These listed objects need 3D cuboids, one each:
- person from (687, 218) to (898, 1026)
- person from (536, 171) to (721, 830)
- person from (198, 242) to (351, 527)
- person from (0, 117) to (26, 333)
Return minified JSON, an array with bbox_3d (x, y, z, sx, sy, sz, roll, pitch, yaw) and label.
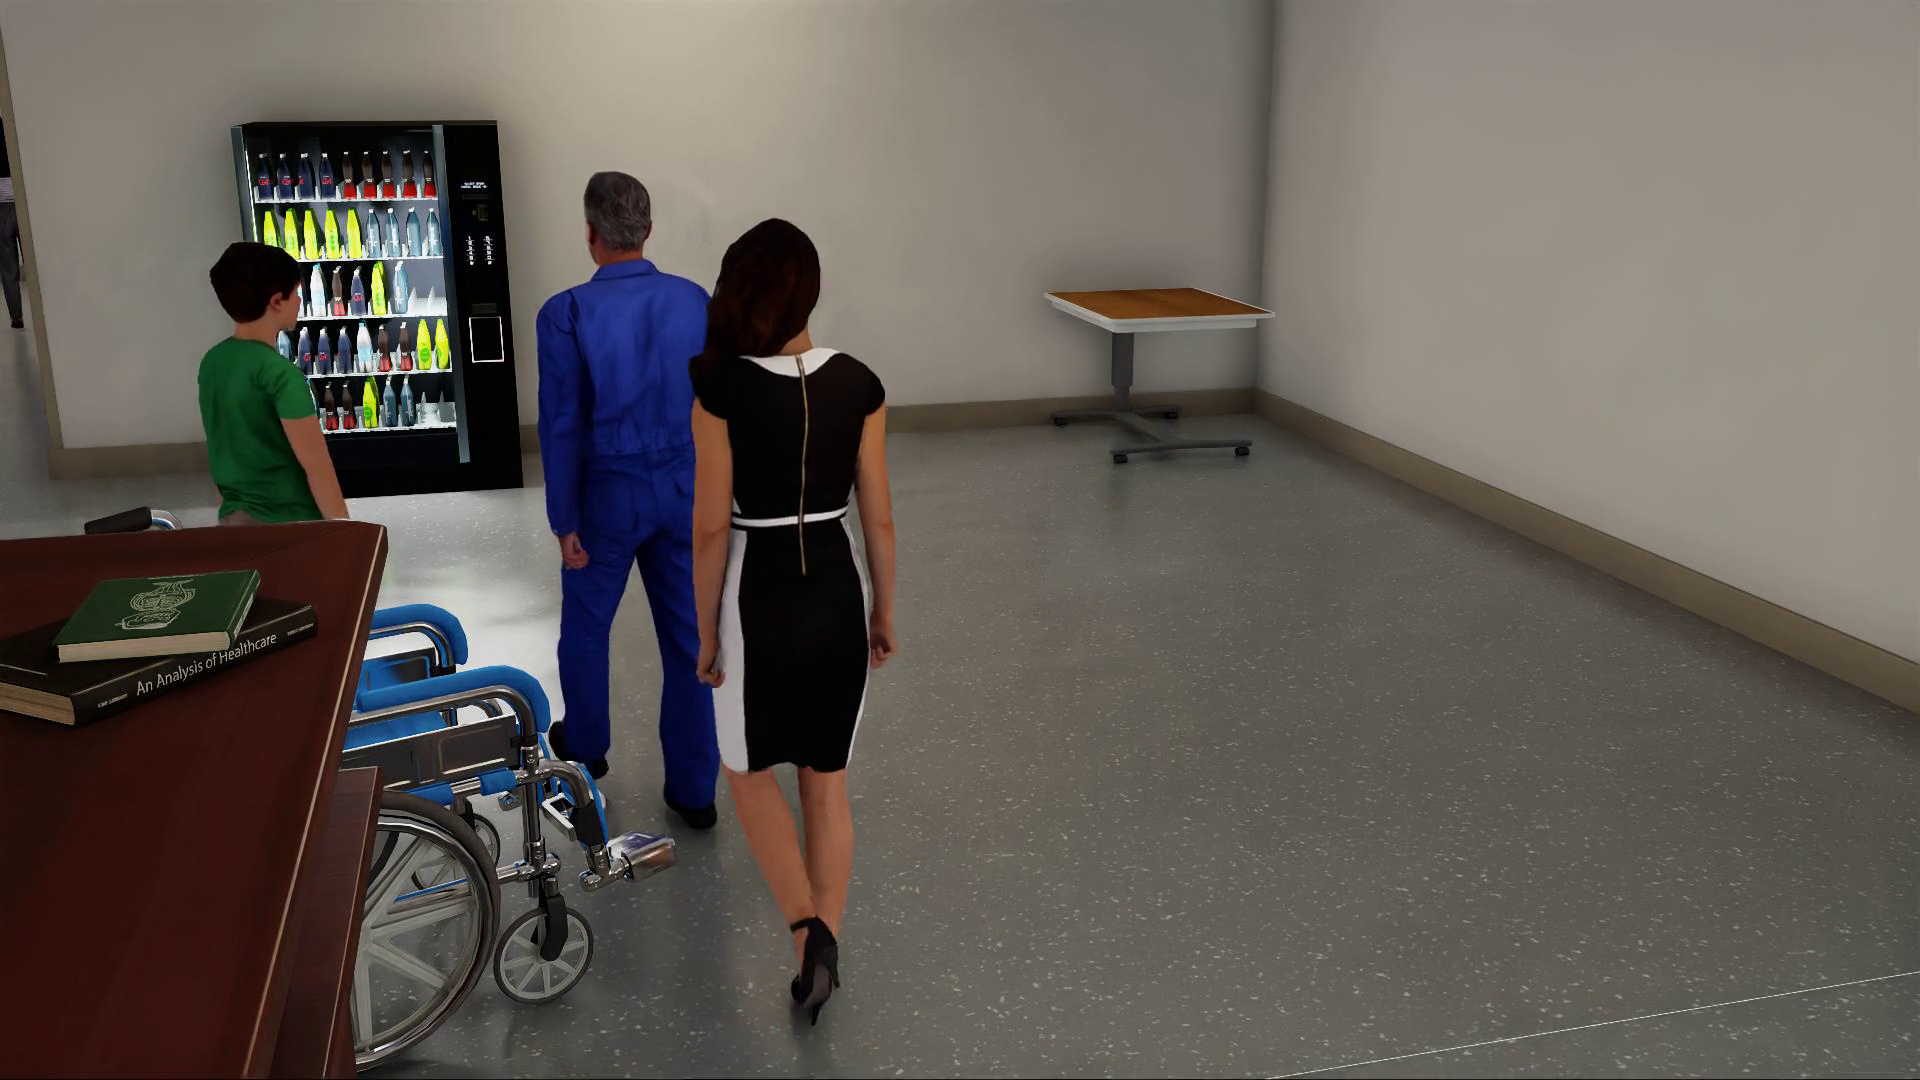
[{"bbox_3d":[-0.331,0.247,3.497,0.649,1.786,0.701,-5,17,-18],"label":"person"},{"bbox_3d":[-0.841,-0.066,4.575,0.985,1.803,0.915,-8,18,-26],"label":"person"},{"bbox_3d":[-1.945,0.020,4.570,0.692,1.641,0.714,15,22,42],"label":"person"},{"bbox_3d":[-7.785,-2.600,13.690,0.513,1.734,0.691,-7,17,-24],"label":"person"}]
